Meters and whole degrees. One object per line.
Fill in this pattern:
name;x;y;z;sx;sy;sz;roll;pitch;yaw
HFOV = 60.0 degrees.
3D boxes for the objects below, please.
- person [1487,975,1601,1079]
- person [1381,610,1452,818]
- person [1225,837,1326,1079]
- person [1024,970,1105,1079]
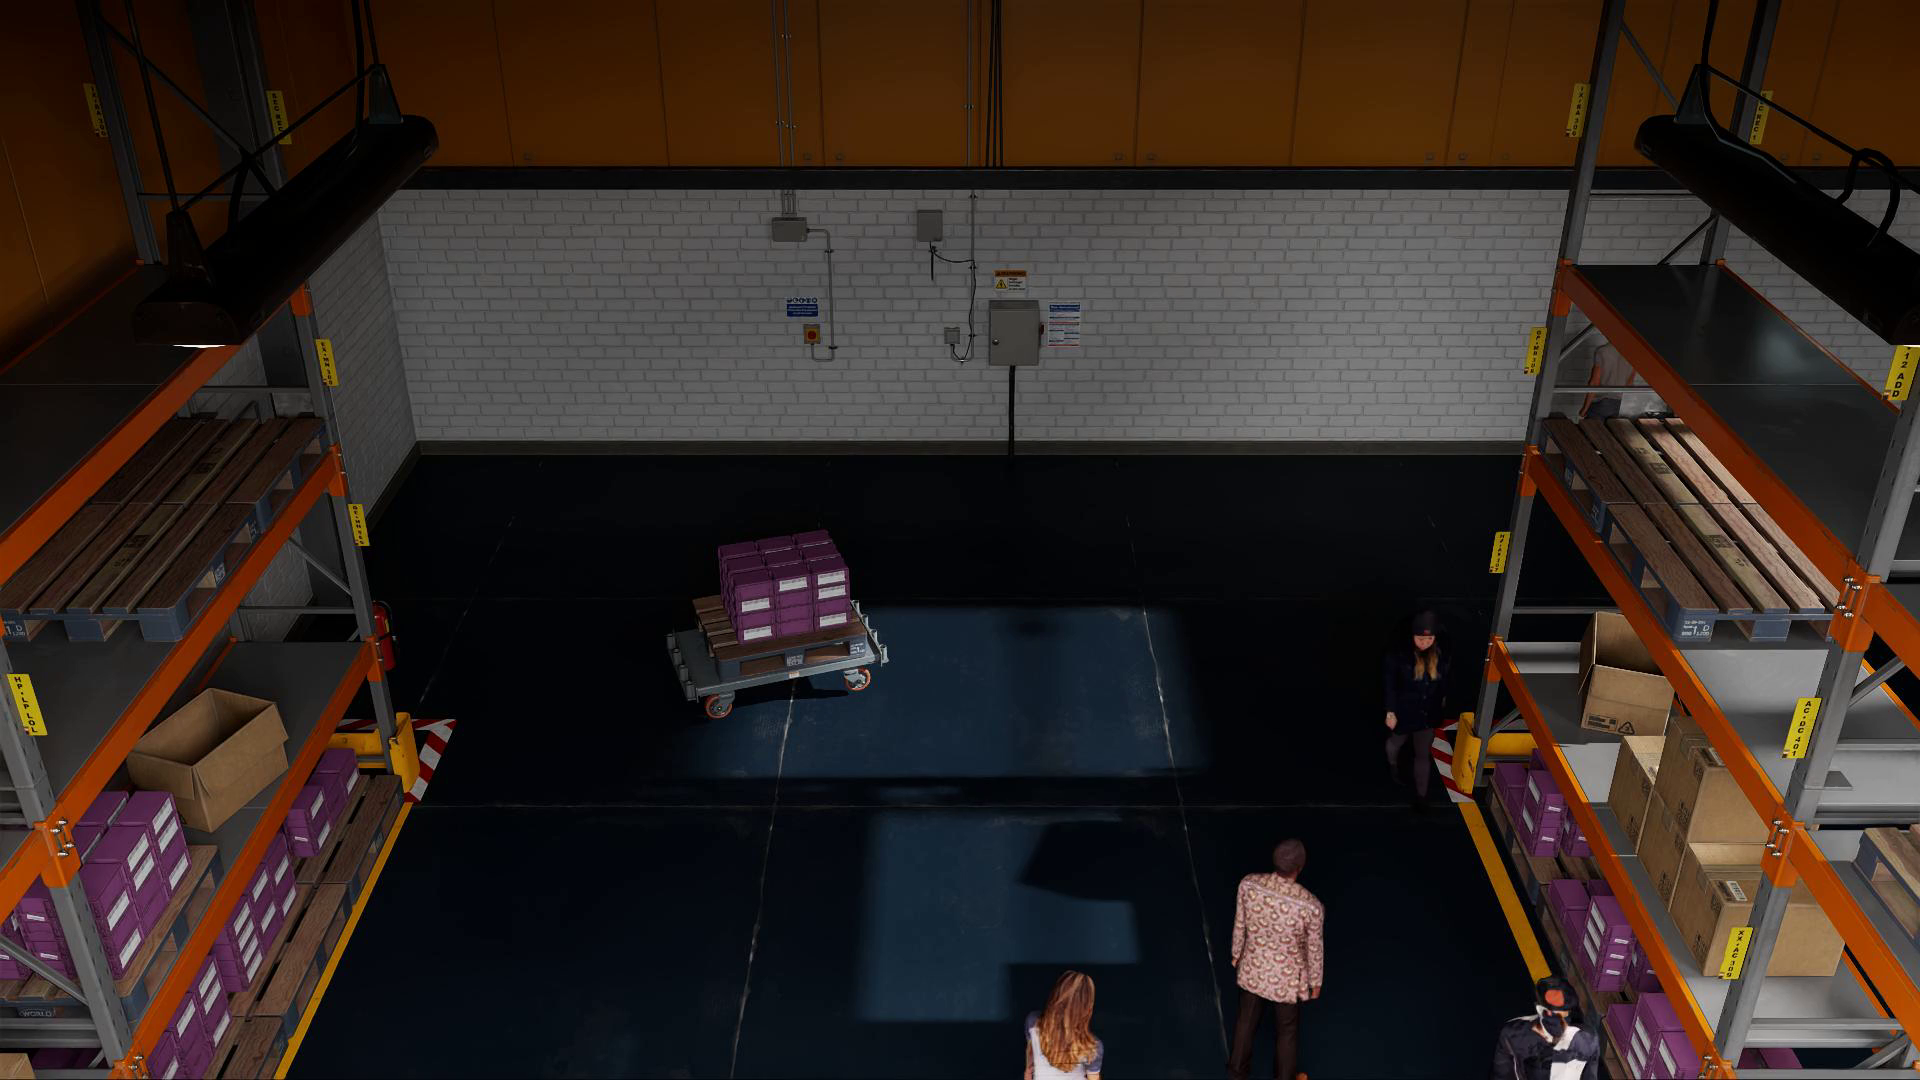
person;2.943;2.920;8.555;0.680;1.854;1.172;0;29;0
person;3.237;1.146;12.040;0.763;1.630;0.998;-4;29;-7
person;1.784;2.450;9.465;0.781;1.807;0.775;15;32;26
person;0.478;2.966;8.619;0.759;1.711;0.810;16;33;27
